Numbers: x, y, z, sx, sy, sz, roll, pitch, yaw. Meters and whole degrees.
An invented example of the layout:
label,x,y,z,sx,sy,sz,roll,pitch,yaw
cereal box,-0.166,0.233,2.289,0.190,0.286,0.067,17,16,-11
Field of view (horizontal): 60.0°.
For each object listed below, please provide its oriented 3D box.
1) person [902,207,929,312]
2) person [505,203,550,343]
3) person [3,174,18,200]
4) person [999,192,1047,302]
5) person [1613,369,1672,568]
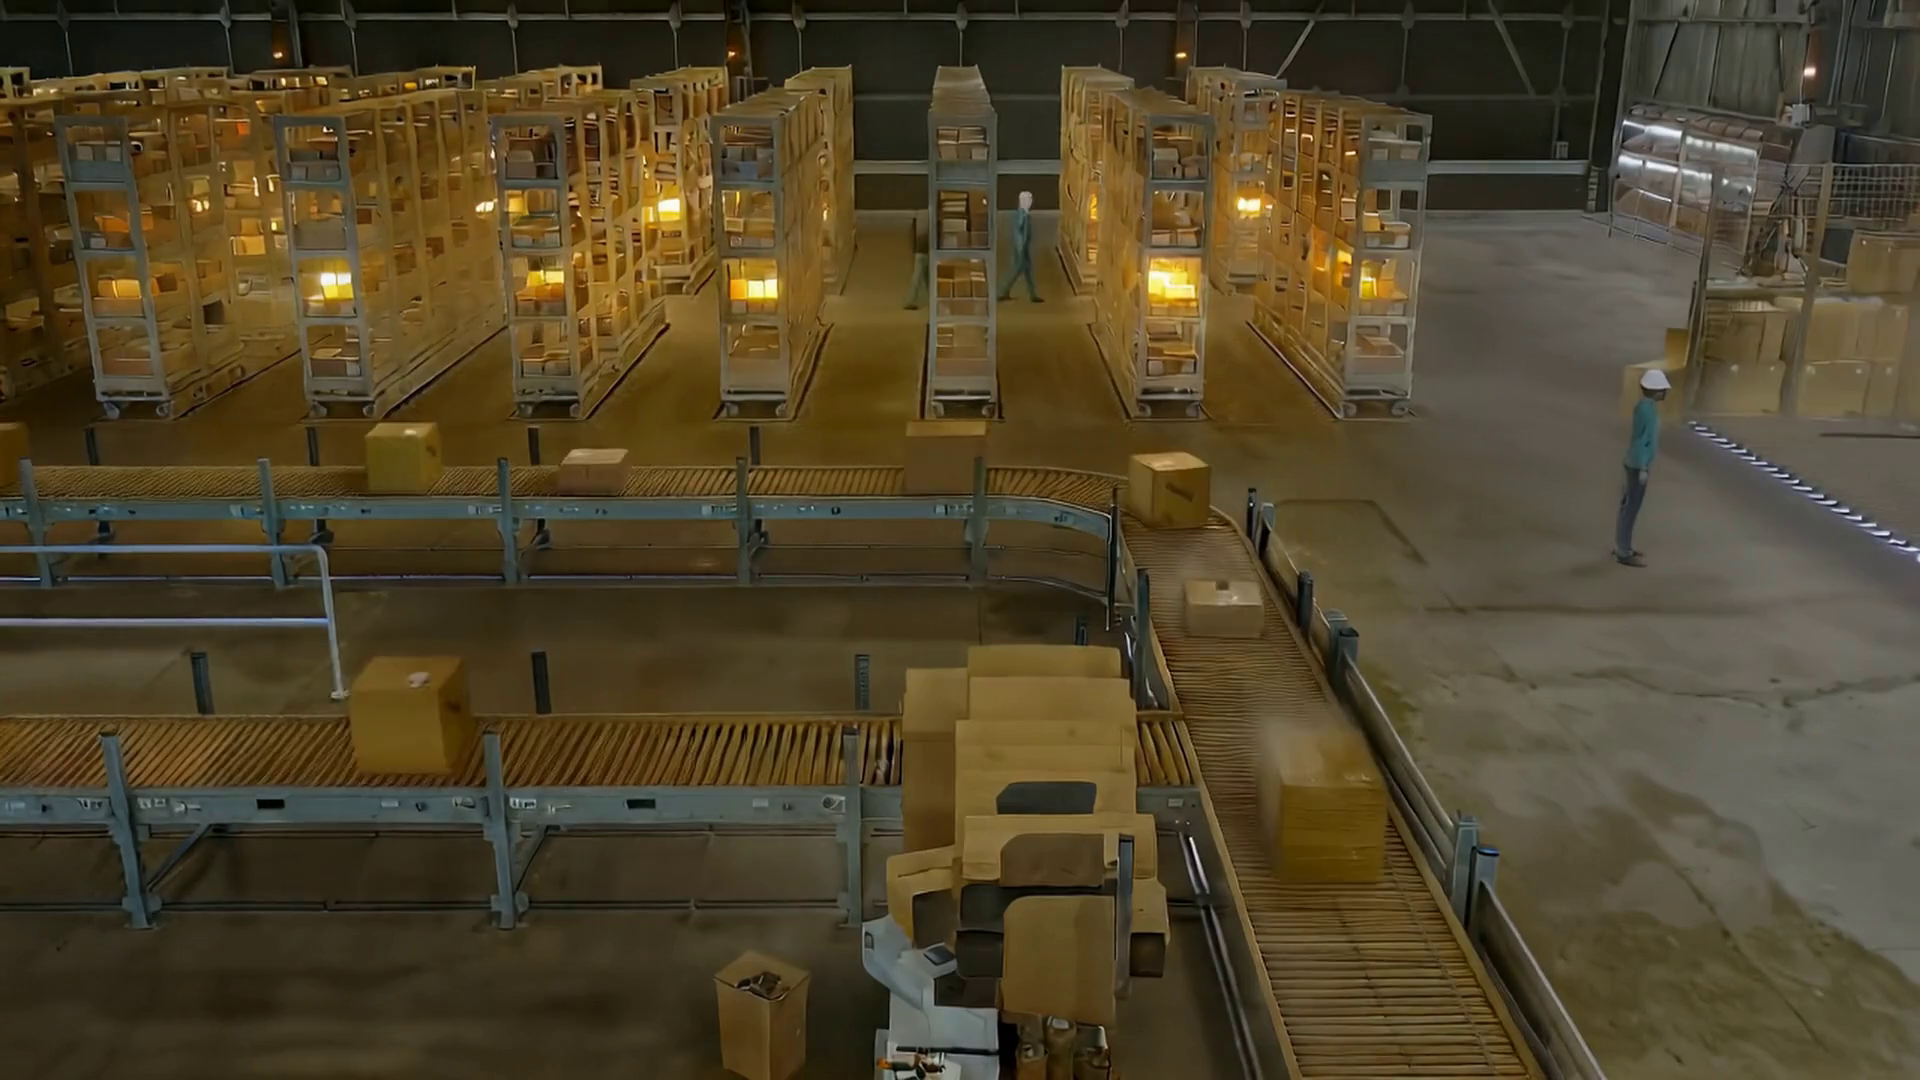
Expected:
label,x,y,z,sx,sy,sz,roll,pitch,yaw
person,-0.559,-4.636,26.778,0.776,1.943,0.481,-8,20,-24
person,-6.378,-3.962,24.602,0.637,2.003,0.941,-1,18,-4
person,-20.632,-7.525,36.006,0.457,1.728,0.576,-2,18,-7
person,1.039,-4.892,27.769,0.790,1.817,0.582,0,18,1
person,6.064,-0.651,14.784,0.320,1.769,0.523,6,19,17
